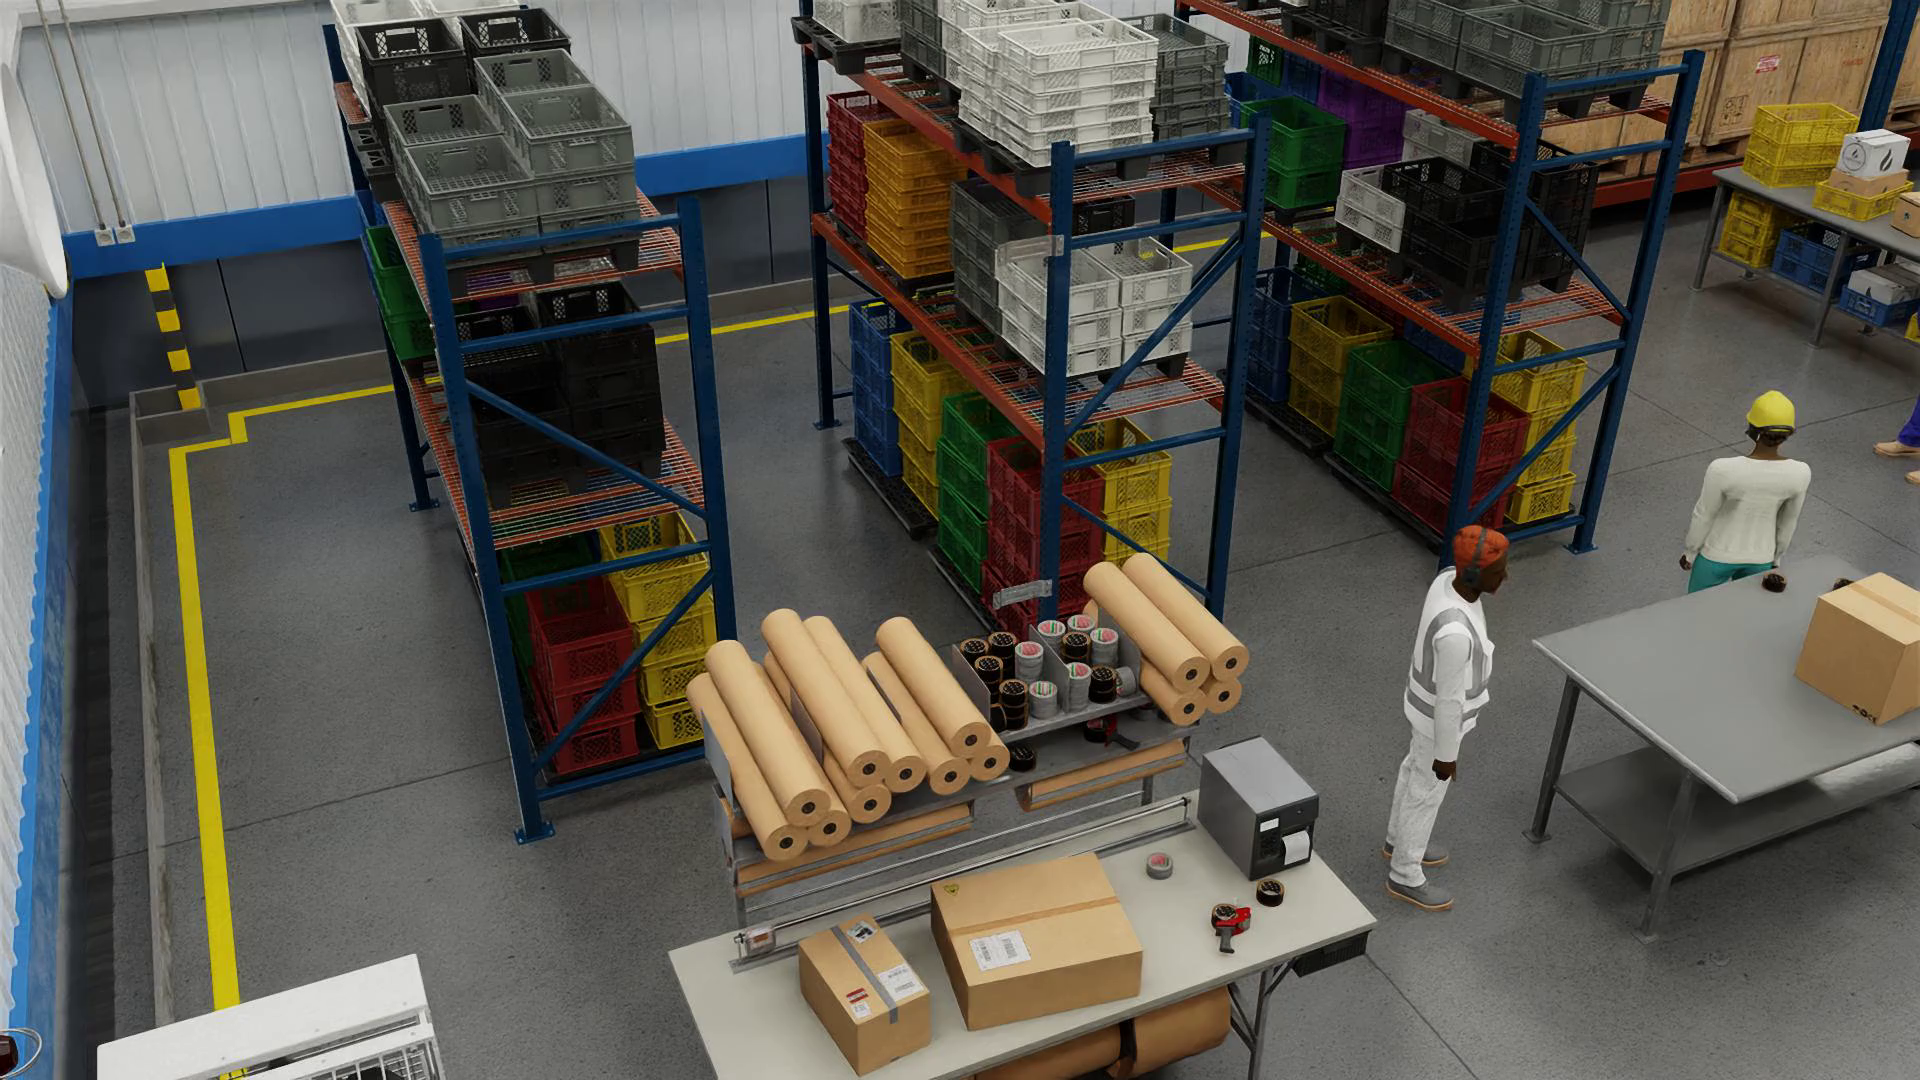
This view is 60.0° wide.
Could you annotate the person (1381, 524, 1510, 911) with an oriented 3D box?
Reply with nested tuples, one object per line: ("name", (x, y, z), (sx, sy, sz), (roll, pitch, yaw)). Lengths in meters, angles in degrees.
("person", (2.092, 0.758, 7.198), (0.342, 1.882, 0.585), (6, 32, 10))

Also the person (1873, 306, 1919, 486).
("person", (6.278, -1.322, 10.430), (0.538, 2.000, 0.681), (-1, 32, -2))

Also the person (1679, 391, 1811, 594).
("person", (3.934, 0.059, 8.455), (0.516, 1.756, 0.337), (0, 32, 0))
